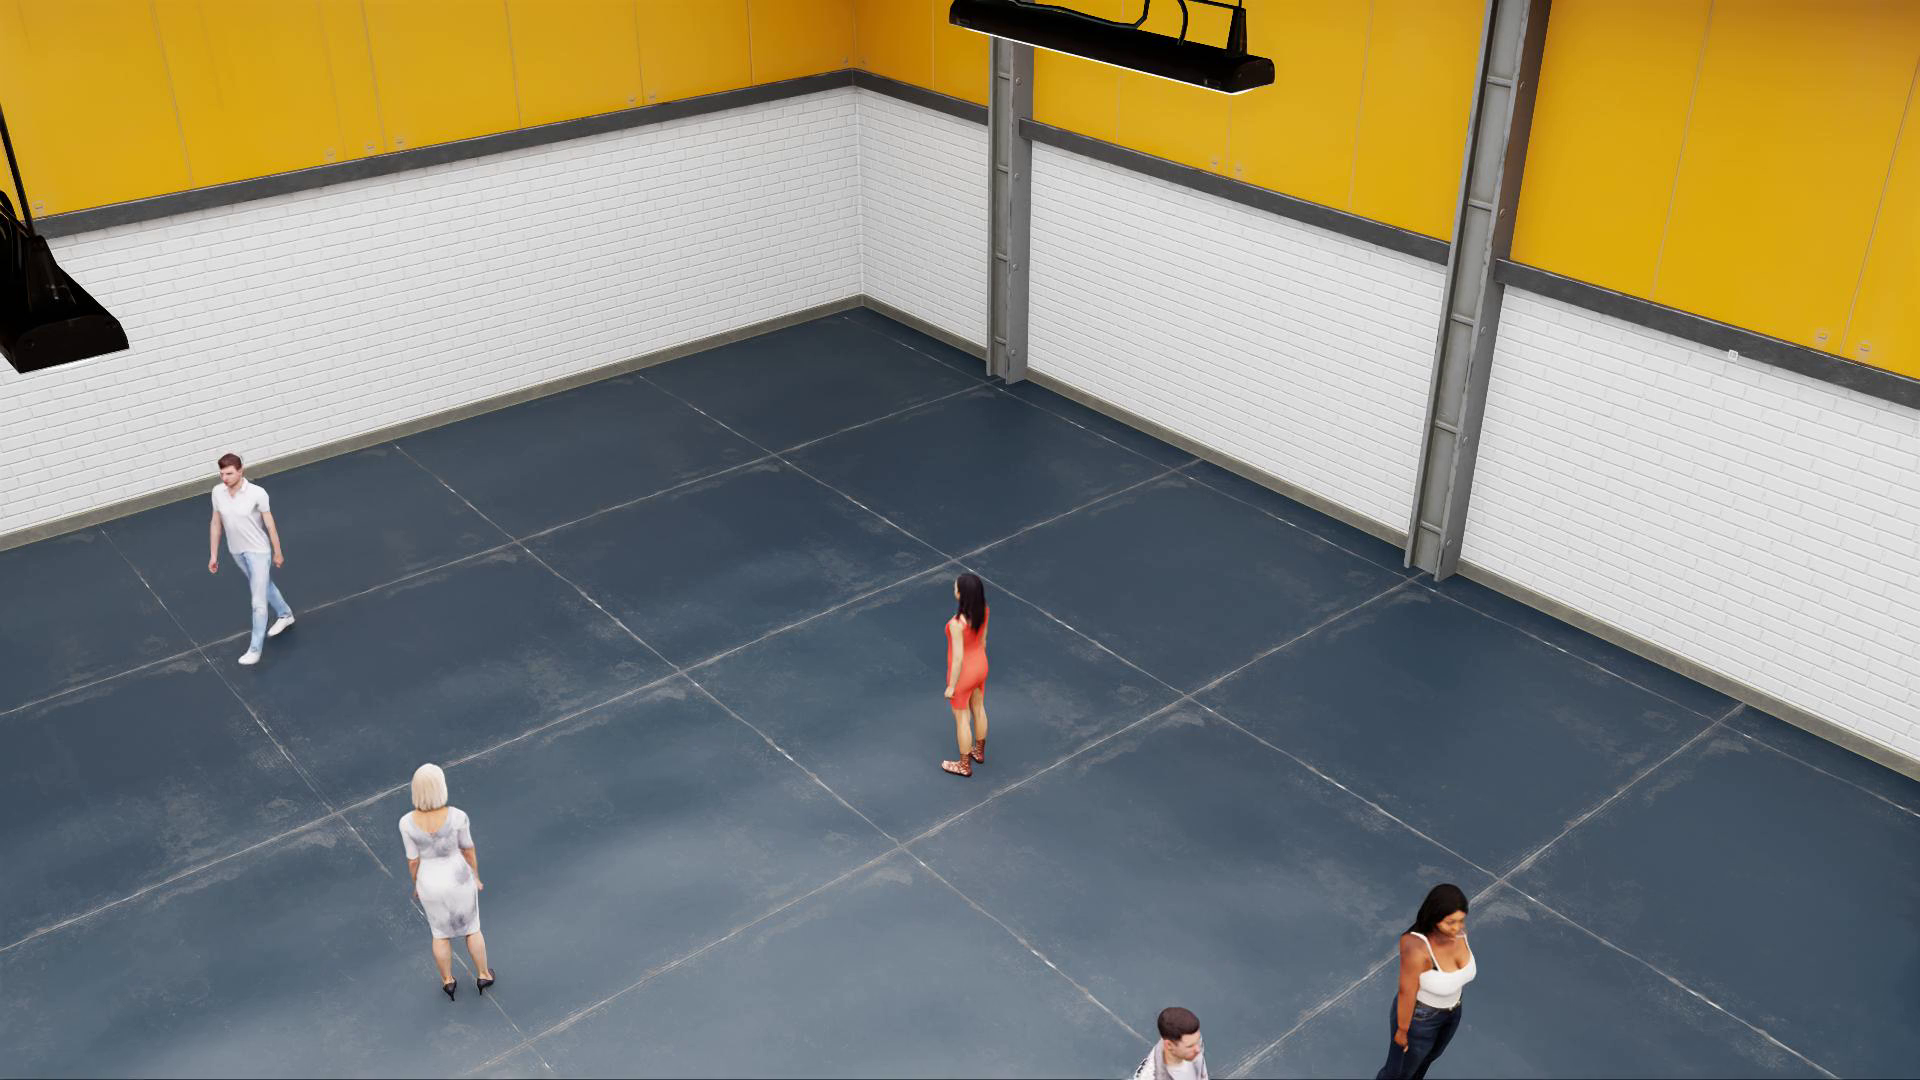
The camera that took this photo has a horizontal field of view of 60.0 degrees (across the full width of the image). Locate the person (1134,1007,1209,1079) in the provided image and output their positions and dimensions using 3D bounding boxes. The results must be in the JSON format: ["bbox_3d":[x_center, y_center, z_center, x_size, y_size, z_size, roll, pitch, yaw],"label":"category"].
[{"bbox_3d":[0.998,3.036,8.578,1.248,1.837,0.914,18,34,30],"label":"person"}]

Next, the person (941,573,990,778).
[{"bbox_3d":[0.061,0.999,12.437,0.609,1.719,0.638,19,34,30],"label":"person"}]

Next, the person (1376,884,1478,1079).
[{"bbox_3d":[2.598,2.642,9.333,0.643,1.807,0.598,-20,34,-32],"label":"person"}]

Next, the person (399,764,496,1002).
[{"bbox_3d":[-3.186,2.129,10.331,0.640,1.751,0.646,-6,29,-10],"label":"person"}]

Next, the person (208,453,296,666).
[{"bbox_3d":[-5.935,0.076,14.044,1.189,1.801,1.166,7,29,12],"label":"person"}]
